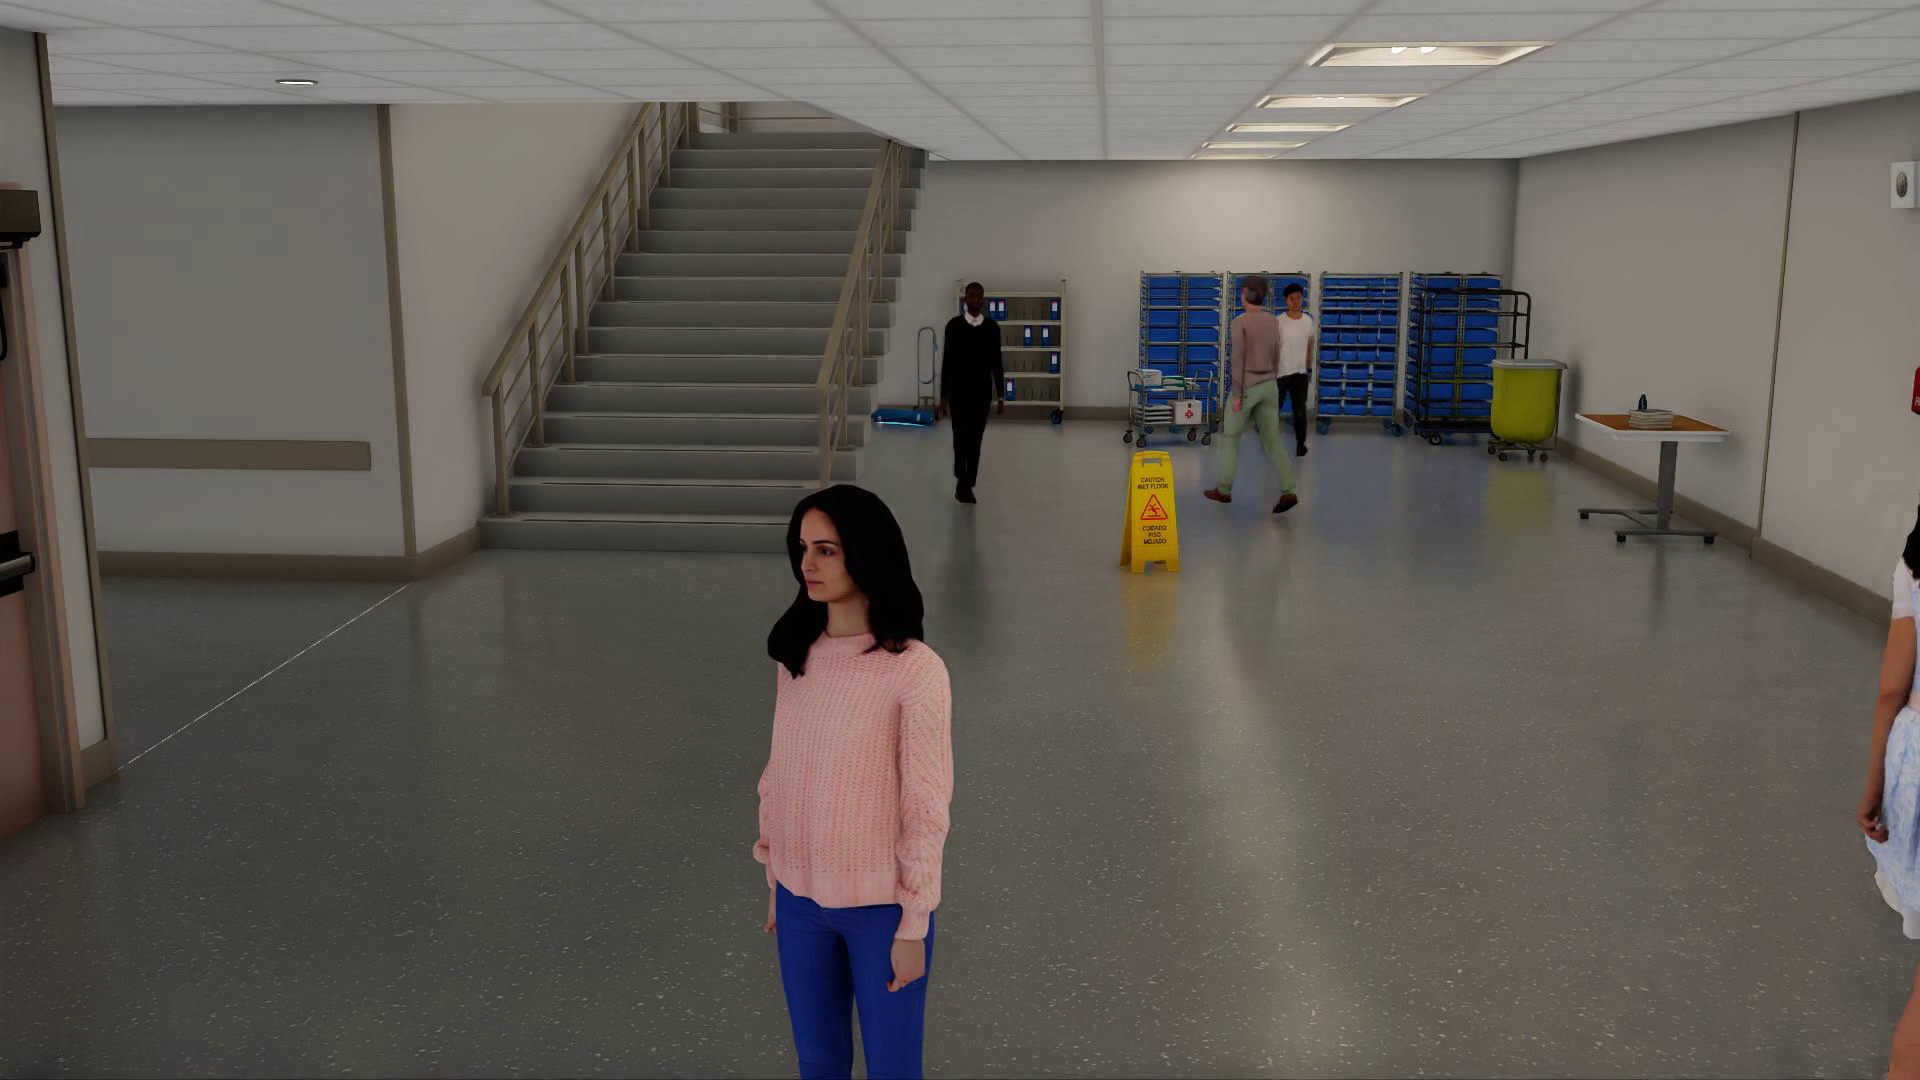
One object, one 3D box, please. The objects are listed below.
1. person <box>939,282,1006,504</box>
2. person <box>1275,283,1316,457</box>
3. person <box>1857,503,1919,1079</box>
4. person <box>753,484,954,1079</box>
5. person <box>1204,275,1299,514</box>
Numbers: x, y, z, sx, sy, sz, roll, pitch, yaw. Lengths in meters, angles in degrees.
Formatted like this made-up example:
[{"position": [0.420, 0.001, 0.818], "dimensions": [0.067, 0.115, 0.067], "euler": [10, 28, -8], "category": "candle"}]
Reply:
[{"position": [0.065, -1.205, 13.648], "dimensions": [0.750, 1.794, 0.705], "euler": [-3, 11, -13], "category": "person"}, {"position": [3.219, -1.673, 16.424], "dimensions": [0.852, 1.678, 1.176], "euler": [-3, 11, -15], "category": "person"}, {"position": [2.271, 0.681, 3.790], "dimensions": [1.220, 1.763, 1.126], "euler": [-10, 15, -43], "category": "person"}, {"position": [-0.209, 0.755, 3.387], "dimensions": [0.723, 1.769, 0.742], "euler": [9, 14, 39], "category": "person"}, {"position": [2.362, -1.107, 12.998], "dimensions": [1.137, 1.844, 1.362], "euler": [-5, 12, -25], "category": "person"}]
